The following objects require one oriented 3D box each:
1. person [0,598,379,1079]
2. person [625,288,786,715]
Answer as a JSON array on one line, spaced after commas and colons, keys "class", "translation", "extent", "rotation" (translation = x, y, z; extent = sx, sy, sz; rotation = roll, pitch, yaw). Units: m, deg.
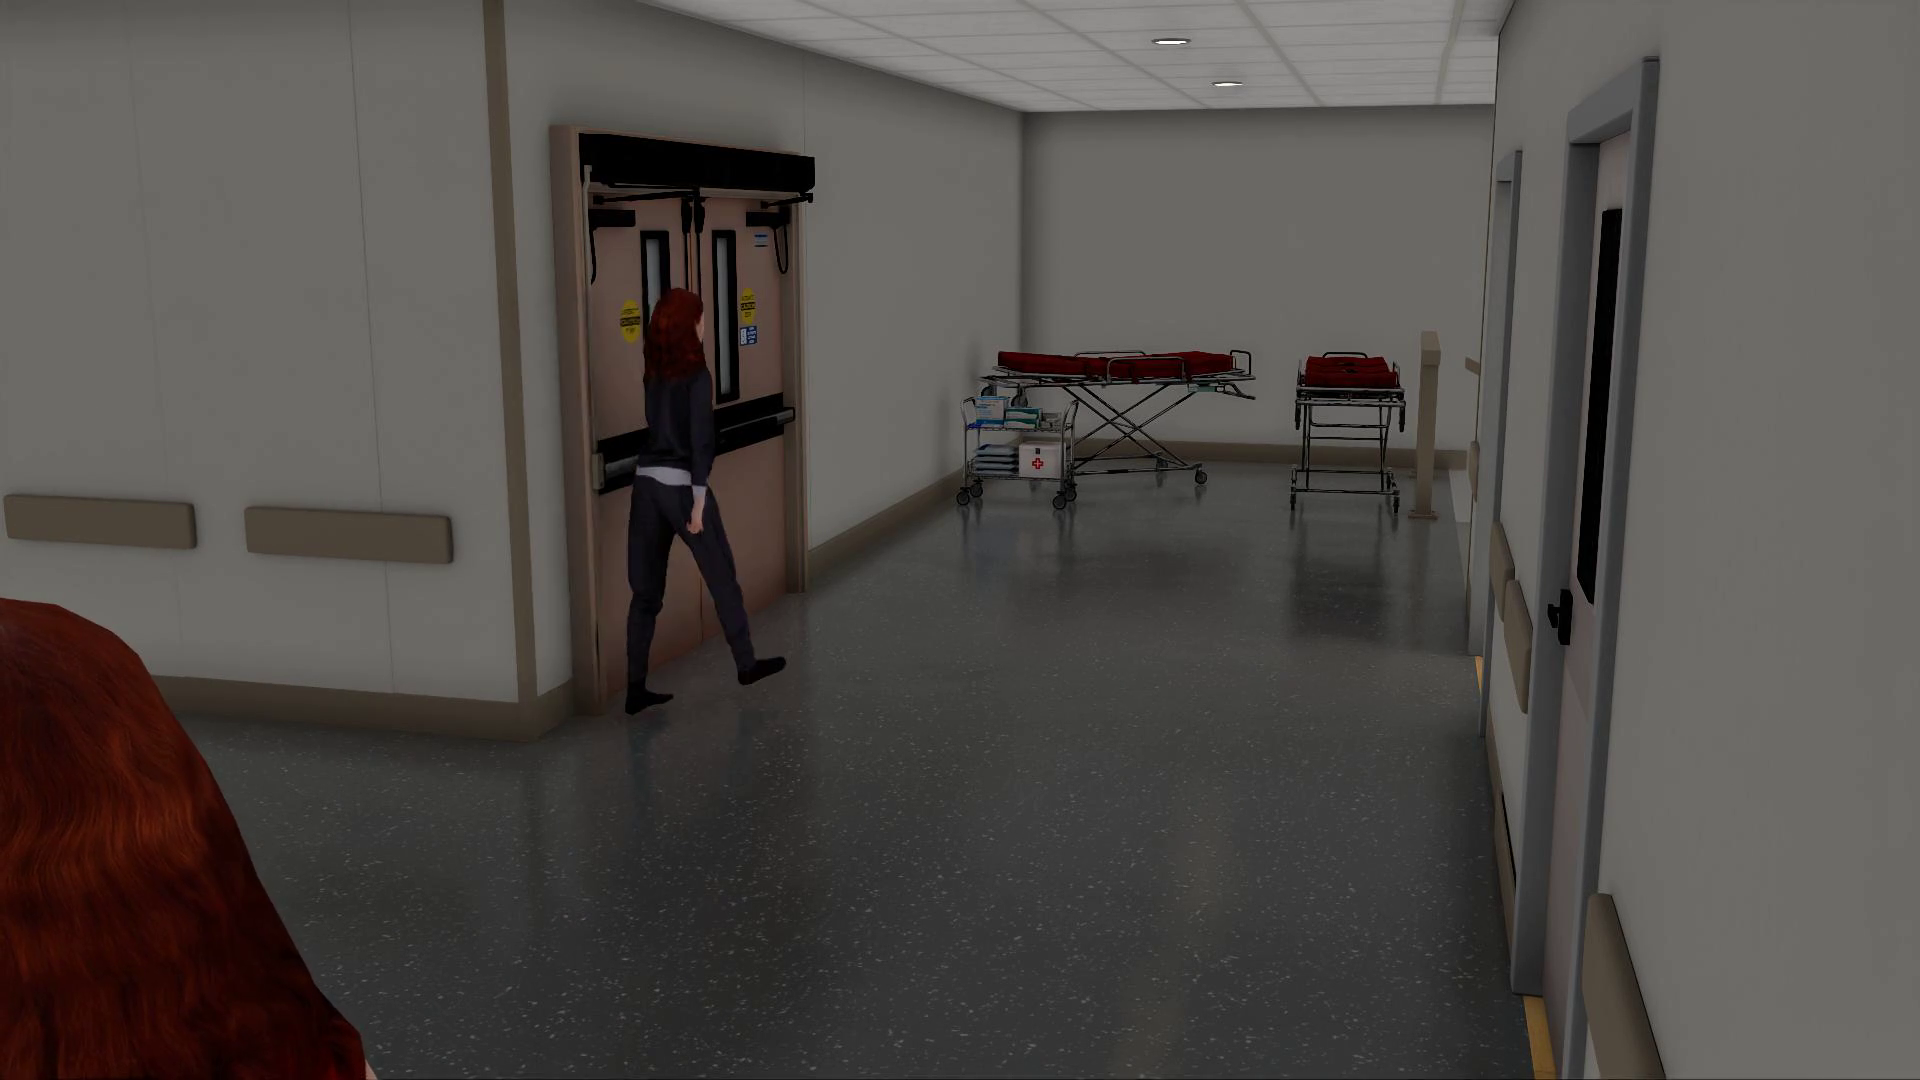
[{"class": "person", "translation": [-0.510, 0.931, 1.075], "extent": [0.721, 1.823, 0.597], "rotation": [9, 14, 39]}, {"class": "person", "translation": [-1.250, -0.127, 6.867], "extent": [0.844, 1.742, 1.091], "rotation": [8, 13, 35]}]
